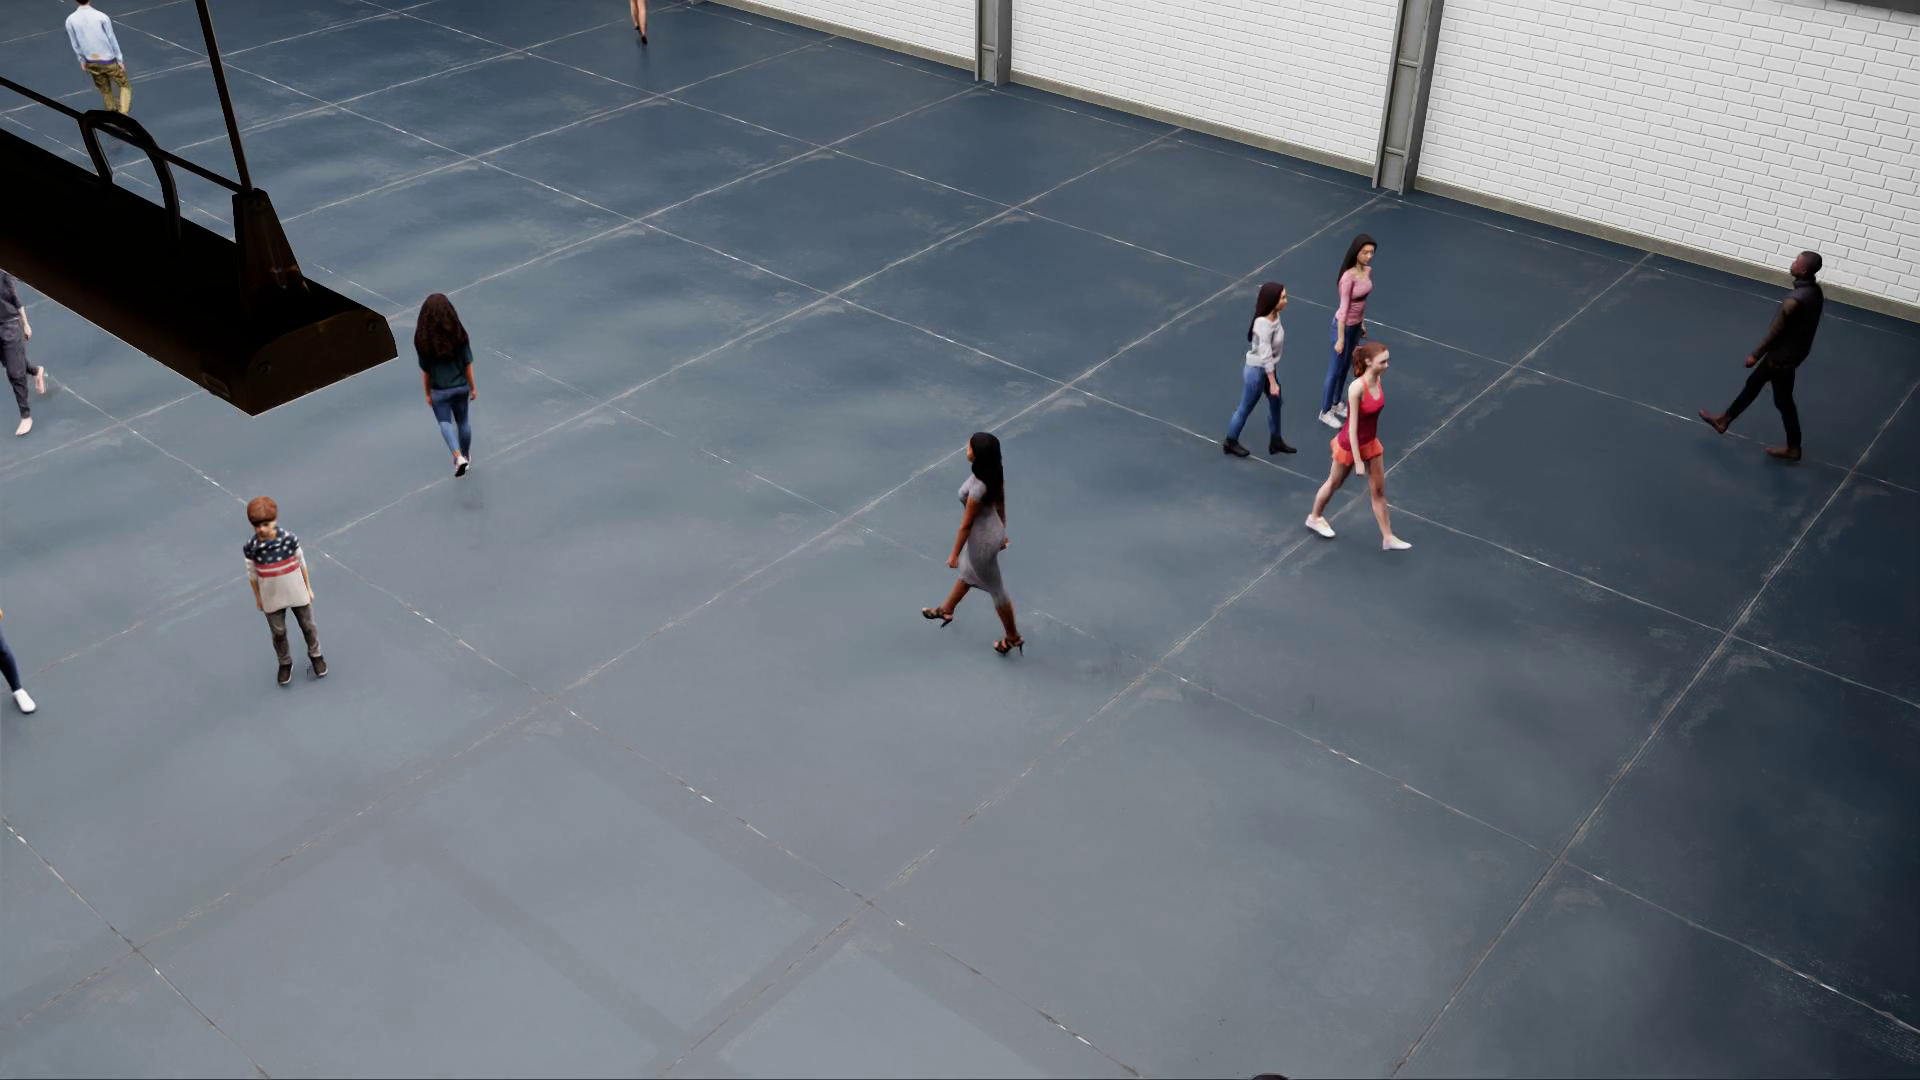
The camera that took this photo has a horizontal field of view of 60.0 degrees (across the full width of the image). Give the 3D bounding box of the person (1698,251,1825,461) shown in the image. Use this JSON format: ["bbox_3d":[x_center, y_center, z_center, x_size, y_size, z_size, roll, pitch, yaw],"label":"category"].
[{"bbox_3d":[6.903,-1.481,13.782,1.131,1.790,0.728,24,40,31],"label":"person"}]

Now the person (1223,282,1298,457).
[{"bbox_3d":[2.406,-1.388,13.810,0.928,1.604,0.768,13,36,19],"label":"person"}]

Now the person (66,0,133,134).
[{"bbox_3d":[-10.468,-5.806,20.276,0.818,1.803,0.867,-4,34,-7],"label":"person"}]

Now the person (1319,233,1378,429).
[{"bbox_3d":[3.351,-1.830,14.350,0.502,1.741,0.564,27,42,35],"label":"person"}]

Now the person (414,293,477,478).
[{"bbox_3d":[-4.158,-1.214,13.550,0.810,1.602,0.936,-12,35,-17],"label":"person"}]

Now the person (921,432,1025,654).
[{"bbox_3d":[0.260,0.079,11.473,1.120,1.748,0.826,13,36,19],"label":"person"}]

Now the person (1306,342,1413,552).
[{"bbox_3d":[2.967,-0.723,12.711,0.681,1.713,1.129,-26,42,-34],"label":"person"}]

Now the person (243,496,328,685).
[{"bbox_3d":[-4.636,0.325,11.382,0.586,1.439,0.594,-13,36,-19],"label":"person"}]

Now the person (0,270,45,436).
[{"bbox_3d":[-8.262,-1.859,14.408,1.087,1.727,1.157,-3,34,-5],"label":"person"}]
